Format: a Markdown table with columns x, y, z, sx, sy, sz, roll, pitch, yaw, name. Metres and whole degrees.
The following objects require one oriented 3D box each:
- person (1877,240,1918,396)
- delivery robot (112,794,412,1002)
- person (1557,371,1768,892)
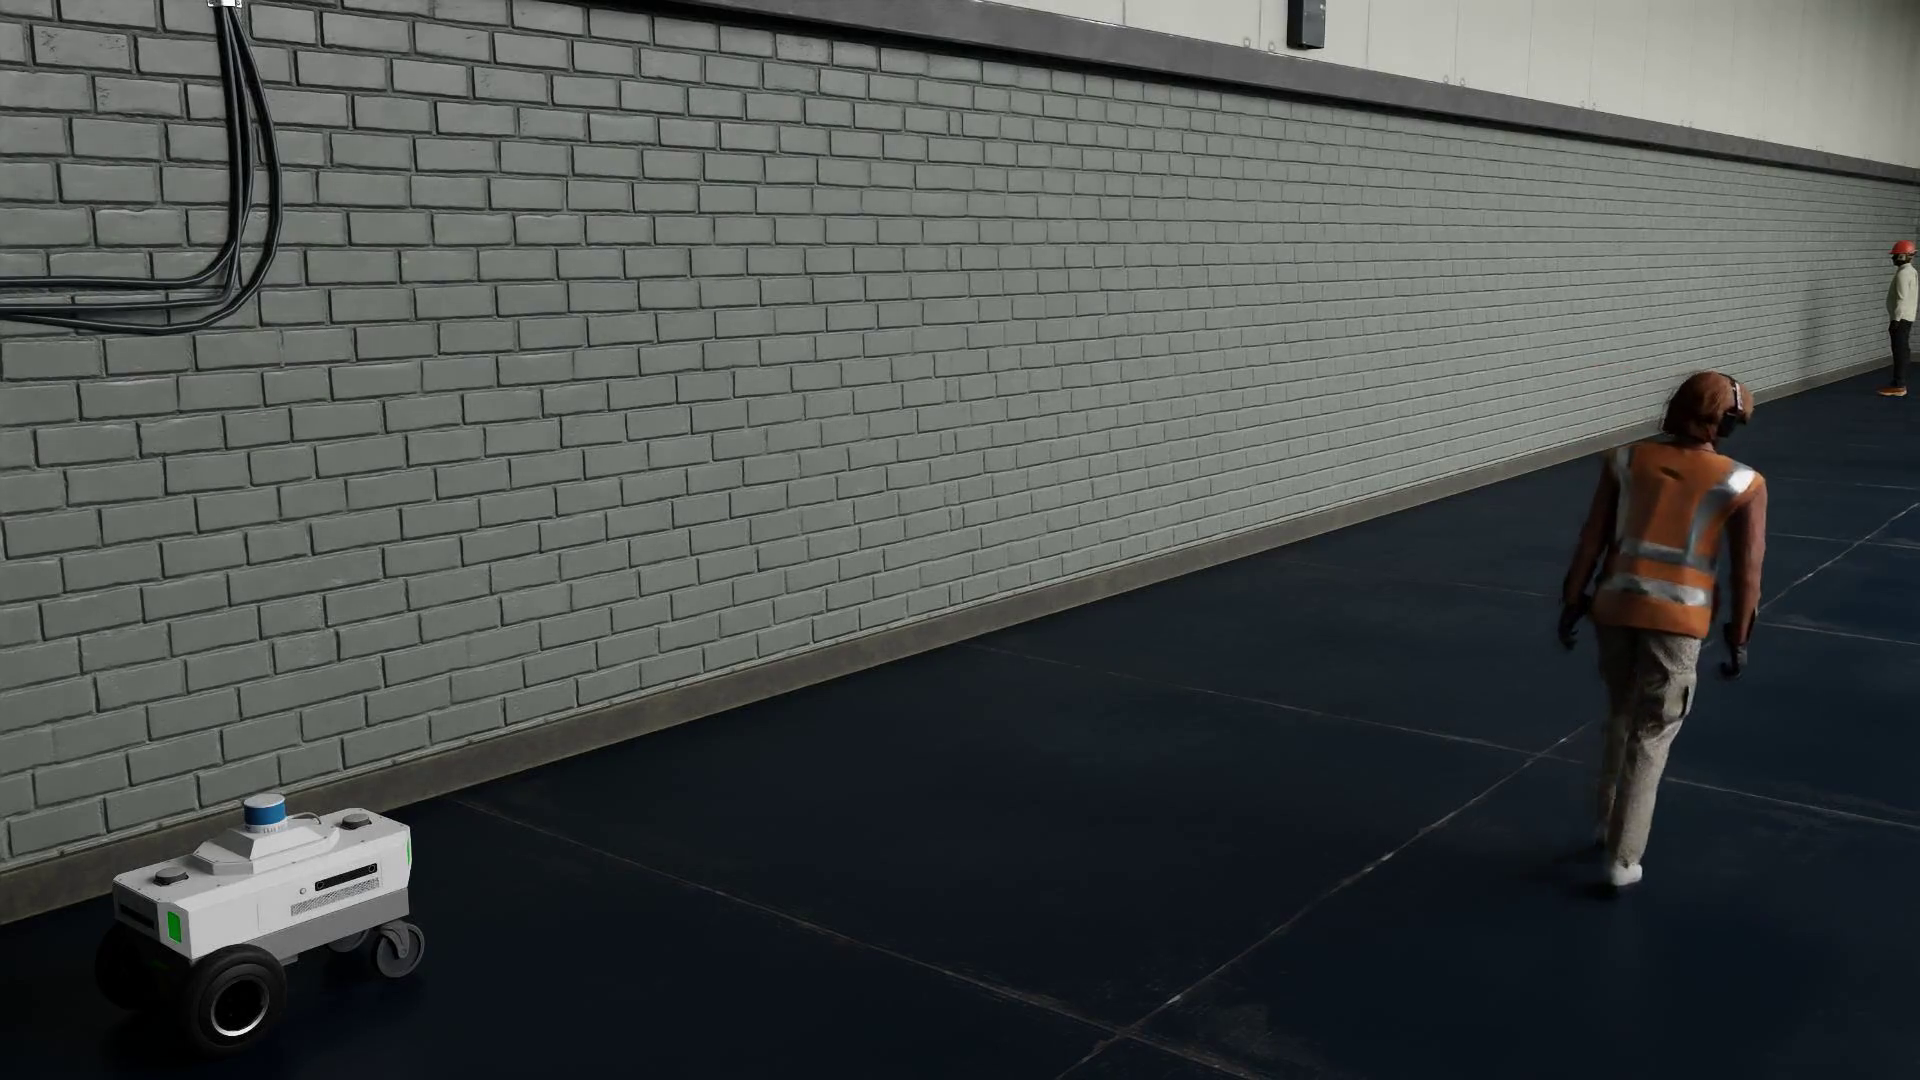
| x | y | z | sx | sy | sz | roll | pitch | yaw | name |
| --- | --- | --- | --- | --- | --- | --- | --- | --- | --- |
| 12.192 | -2.880 | 21.596 | 0.395 | 1.994 | 0.613 | 9 | 13 | 40 | person |
| -1.825 | 0.917 | 4.407 | 0.477 | 0.478 | 0.707 | 8 | 13 | 38 | delivery robot |
| 2.187 | 0.275 | 5.205 | 0.647 | 1.590 | 0.535 | -10 | 14 | -43 | person |
